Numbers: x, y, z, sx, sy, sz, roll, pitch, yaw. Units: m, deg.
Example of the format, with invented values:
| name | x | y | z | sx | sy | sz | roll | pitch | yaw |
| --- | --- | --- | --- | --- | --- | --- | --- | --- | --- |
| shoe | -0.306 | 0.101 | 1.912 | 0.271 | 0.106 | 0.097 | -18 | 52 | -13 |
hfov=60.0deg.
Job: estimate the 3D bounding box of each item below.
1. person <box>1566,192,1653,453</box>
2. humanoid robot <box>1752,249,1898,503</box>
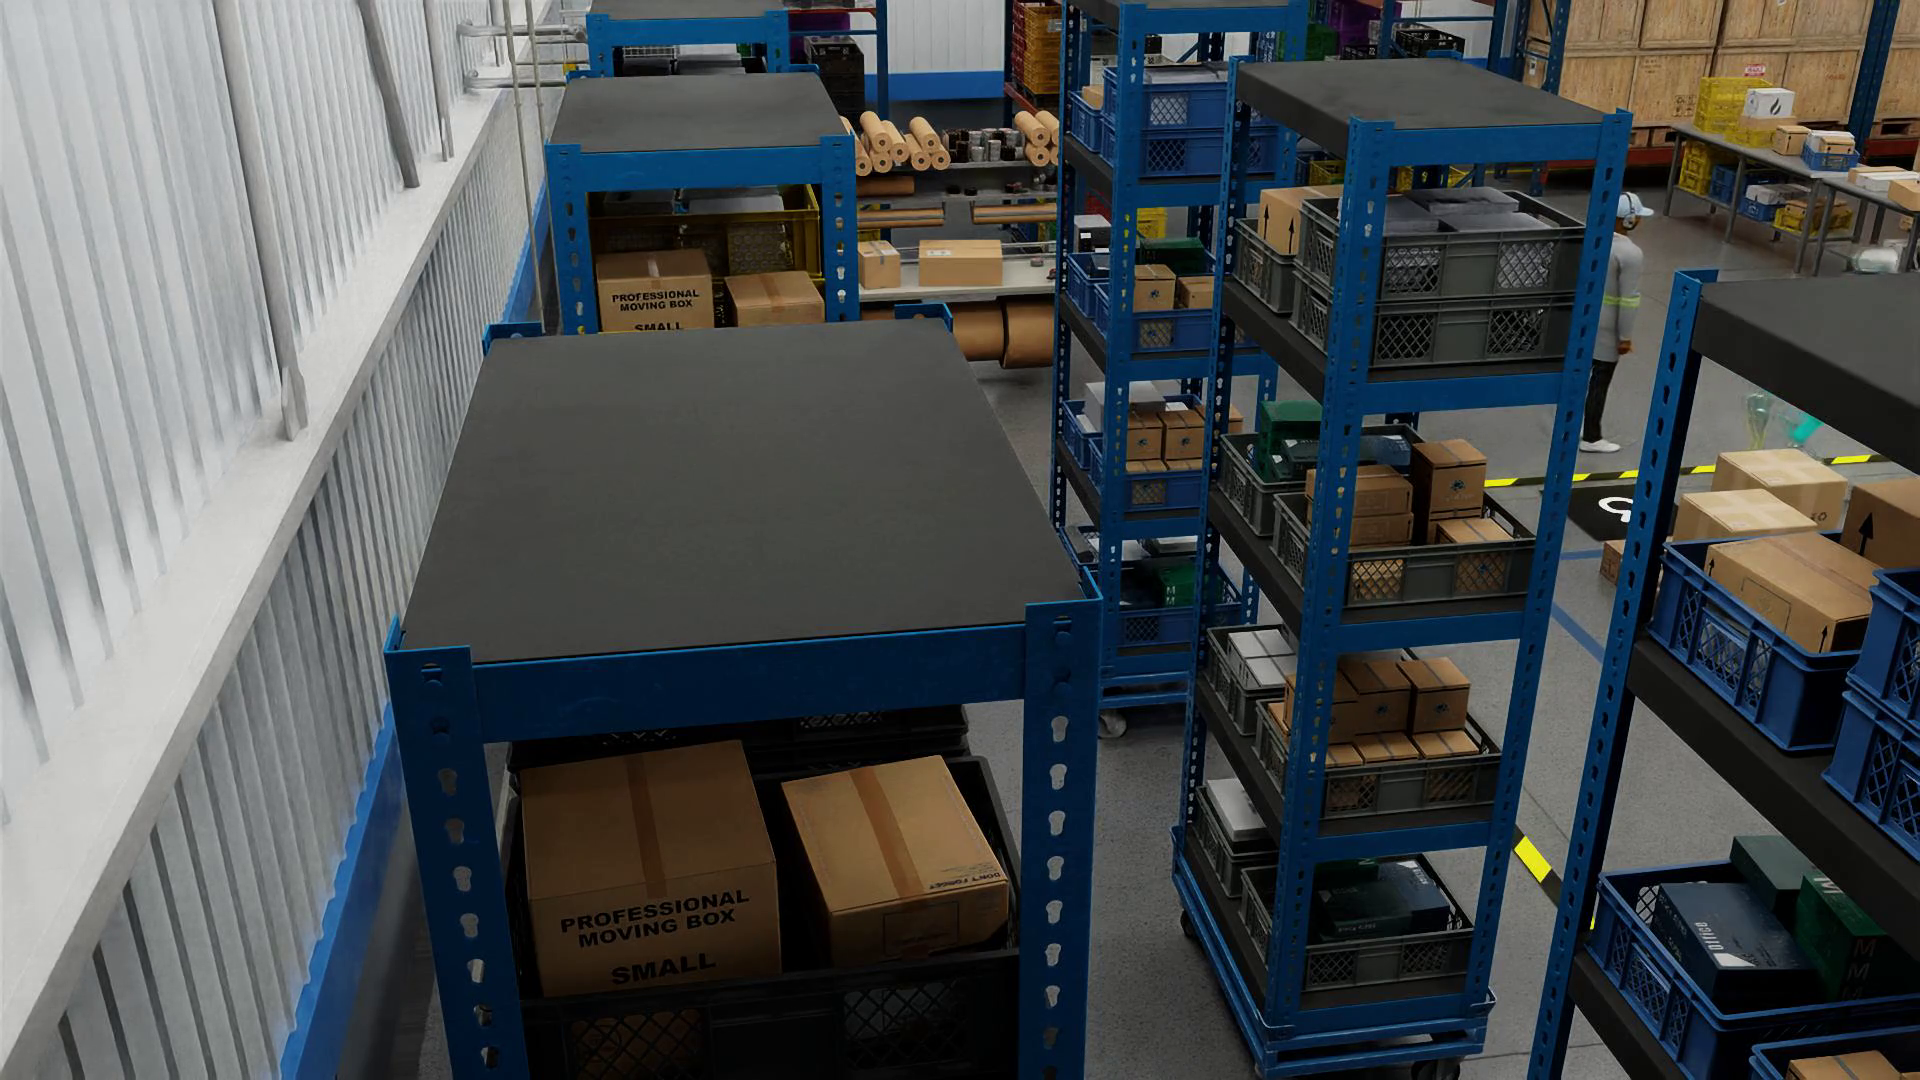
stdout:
| name | x | y | z | sx | sy | sz | roll | pitch | yaw |
| --- | --- | --- | --- | --- | --- | --- | --- | --- | --- |
| person | 4.562 | -1.535 | 11.742 | 0.401 | 1.851 | 0.590 | -8 | 26 | -16 |
| humanoid robot | 5.576 | -1.074 | 10.955 | 1.034 | 1.783 | 0.537 | 15 | 29 | 30 |
